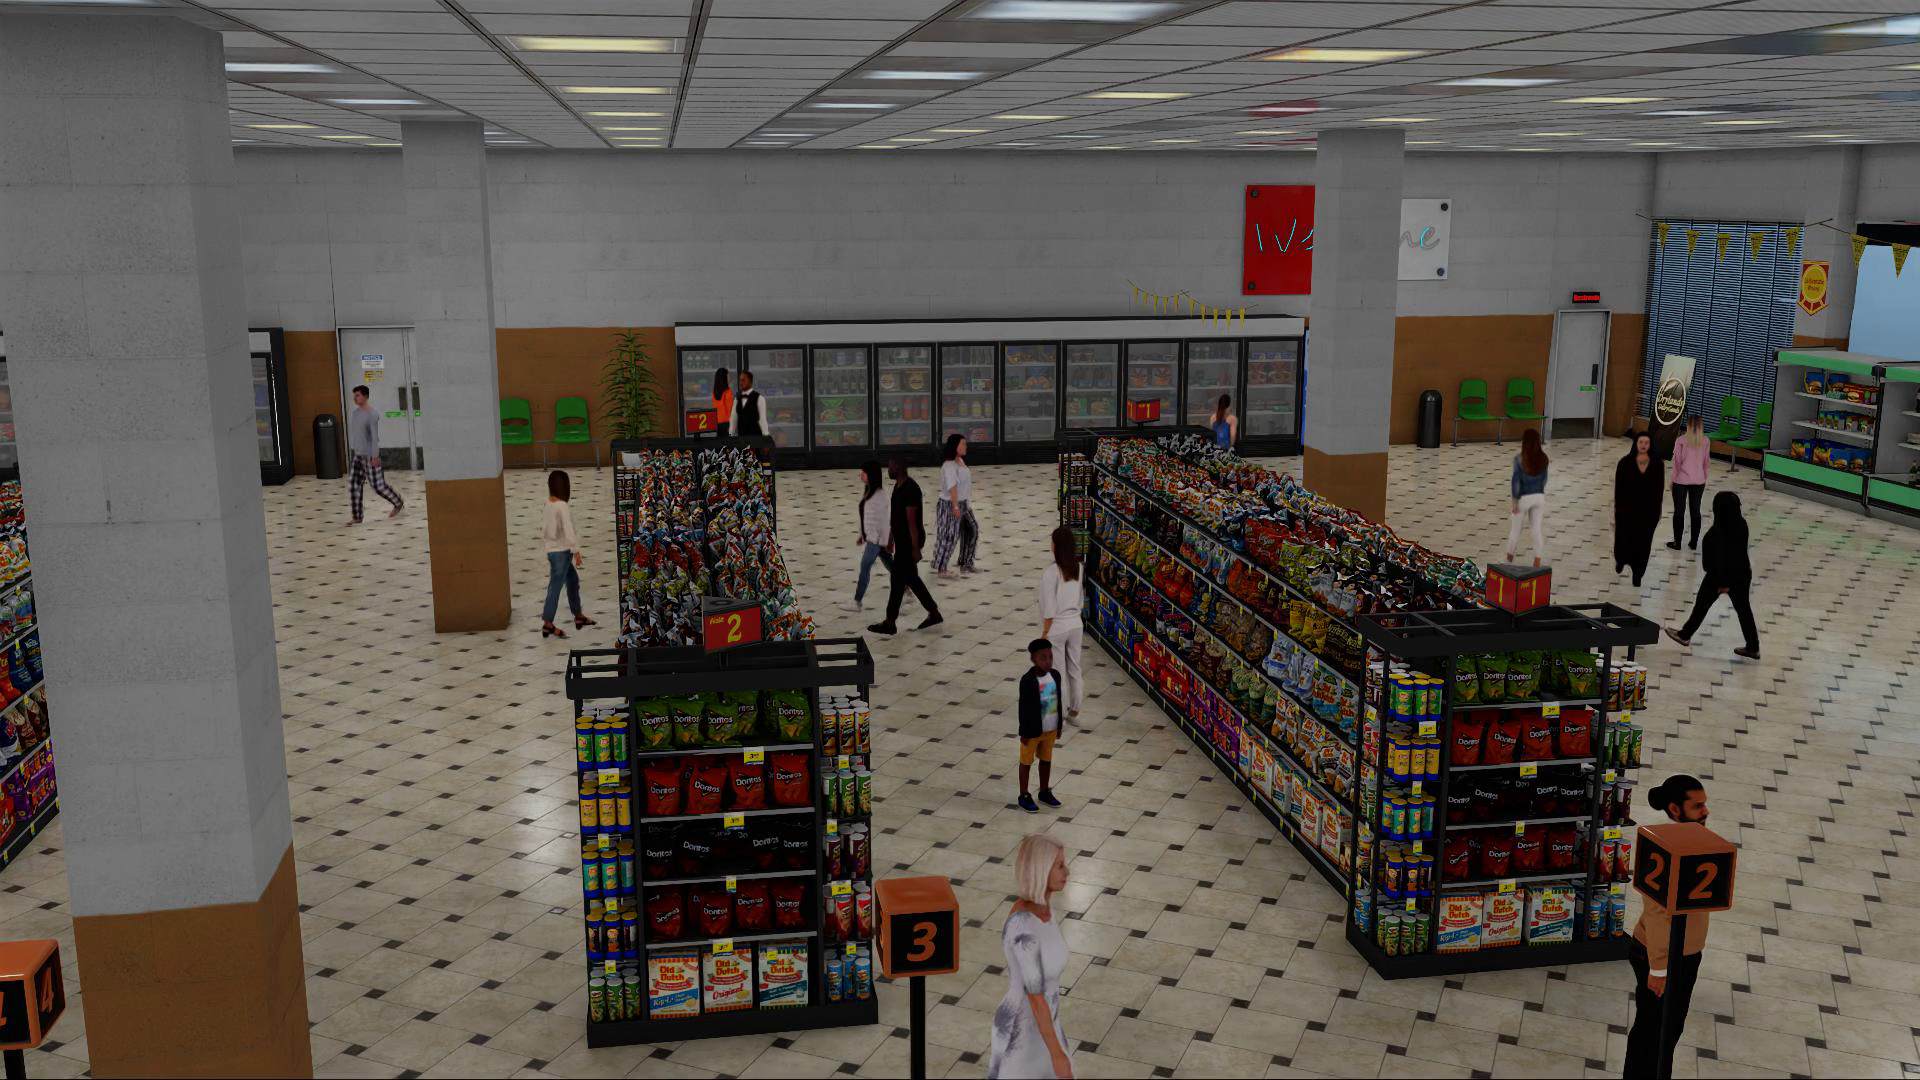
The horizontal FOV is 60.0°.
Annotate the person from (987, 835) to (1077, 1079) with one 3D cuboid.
[{"bbox_3d":[0.198,2.100,7.059,0.980,1.701,1.101,4,12,18],"label":"person"}]

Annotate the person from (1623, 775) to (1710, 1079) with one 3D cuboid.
[{"bbox_3d":[3.299,1.928,7.747,0.793,1.755,0.755,10,16,40],"label":"person"}]

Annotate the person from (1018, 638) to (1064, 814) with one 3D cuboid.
[{"bbox_3d":[0.561,1.305,11.889,0.589,1.268,0.624,-8,14,-32],"label":"person"}]

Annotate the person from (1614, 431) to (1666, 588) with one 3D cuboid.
[{"bbox_3d":[7.589,-0.358,18.627,0.806,1.744,0.865,3,12,13],"label":"person"}]

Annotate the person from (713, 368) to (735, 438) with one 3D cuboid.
[{"bbox_3d":[-3.577,-1.739,25.179,0.761,1.747,0.635,-8,14,-35],"label":"person"}]

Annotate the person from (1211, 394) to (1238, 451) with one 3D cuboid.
[{"bbox_3d":[3.598,-1.190,22.974,0.895,1.583,1.009,6,13,27],"label":"person"}]

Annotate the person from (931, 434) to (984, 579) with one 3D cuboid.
[{"bbox_3d":[-0.145,-0.387,18.967,0.923,1.663,0.885,3,12,15],"label":"person"}]

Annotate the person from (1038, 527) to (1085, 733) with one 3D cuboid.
[{"bbox_3d":[0.841,0.724,13.630,0.685,1.688,0.707,-11,16,-43],"label":"person"}]

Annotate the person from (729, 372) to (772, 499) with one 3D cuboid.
[{"bbox_3d":[-2.859,-1.383,23.205,1.266,1.865,1.316,8,15,35],"label":"person"}]

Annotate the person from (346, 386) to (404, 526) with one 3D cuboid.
[{"bbox_3d":[-7.806,-1.125,22.107,1.088,1.812,1.180,7,14,31],"label":"person"}]

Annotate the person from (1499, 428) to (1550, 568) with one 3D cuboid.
[{"bbox_3d":[6.573,-0.420,19.072,0.662,1.683,0.919,-1,12,-6],"label":"person"}]

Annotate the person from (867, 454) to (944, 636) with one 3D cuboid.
[{"bbox_3d":[-0.444,0.055,16.596,0.845,1.775,0.988,-4,12,-17],"label":"person"}]

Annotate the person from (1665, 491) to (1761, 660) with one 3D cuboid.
[{"bbox_3d":[7.291,0.371,15.623,0.941,1.557,1.220,-8,14,-33],"label":"person"}]

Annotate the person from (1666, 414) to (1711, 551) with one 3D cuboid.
[{"bbox_3d":[8.983,-0.723,20.500,0.641,1.688,0.595,0,12,1],"label":"person"}]

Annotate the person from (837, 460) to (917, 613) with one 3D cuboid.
[{"bbox_3d":[-0.784,-0.021,17.389,0.730,1.595,1.041,-4,13,-18],"label":"person"}]

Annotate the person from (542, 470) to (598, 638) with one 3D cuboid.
[{"bbox_3d":[-4.034,0.151,16.406,0.871,1.664,0.864,-7,14,-30],"label":"person"}]
